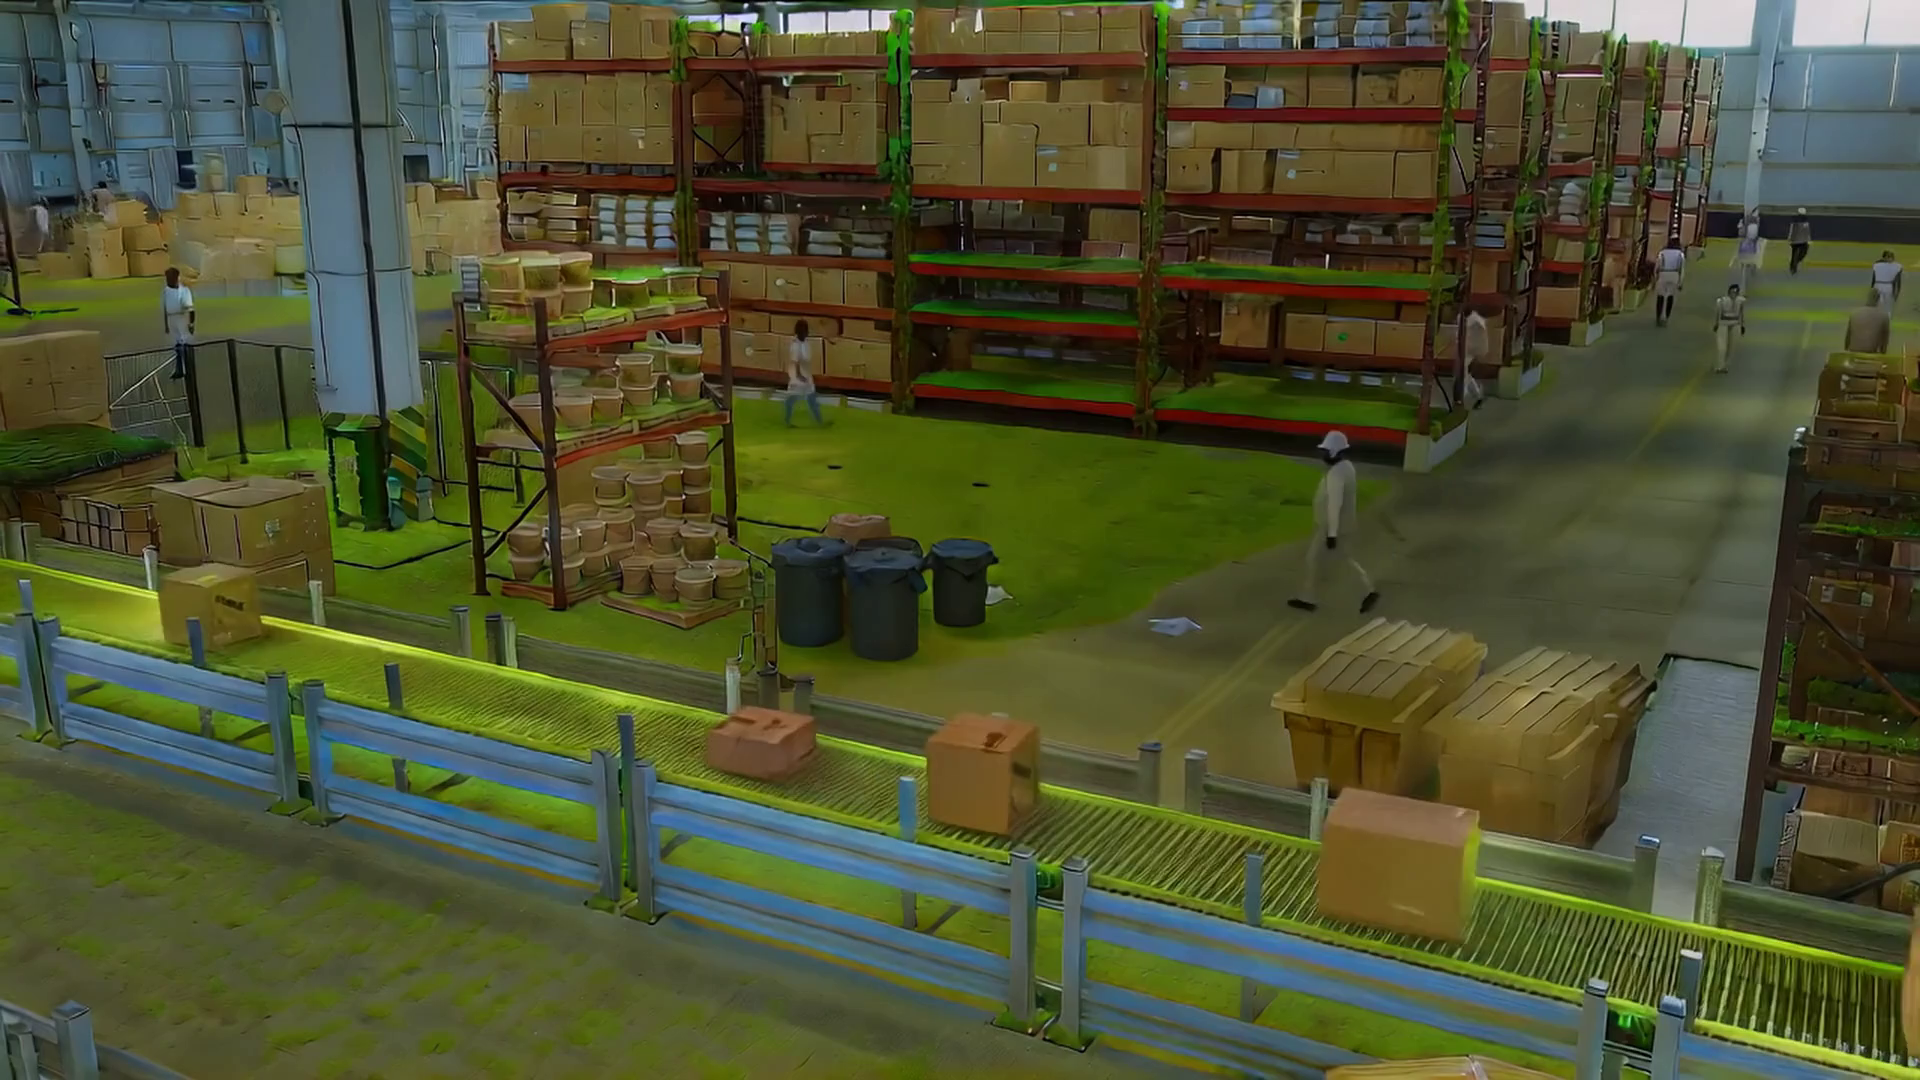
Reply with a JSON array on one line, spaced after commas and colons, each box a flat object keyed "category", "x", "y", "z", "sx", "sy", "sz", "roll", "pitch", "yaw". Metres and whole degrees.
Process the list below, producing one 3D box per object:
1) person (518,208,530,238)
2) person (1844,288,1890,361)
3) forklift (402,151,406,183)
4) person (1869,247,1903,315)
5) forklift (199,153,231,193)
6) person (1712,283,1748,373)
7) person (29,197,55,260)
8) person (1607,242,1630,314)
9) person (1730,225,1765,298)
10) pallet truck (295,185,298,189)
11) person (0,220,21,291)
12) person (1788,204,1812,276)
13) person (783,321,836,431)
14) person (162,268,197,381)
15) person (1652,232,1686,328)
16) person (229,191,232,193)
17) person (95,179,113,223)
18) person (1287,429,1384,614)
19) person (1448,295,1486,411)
[{"category": "person", "x": -11.962, "y": -8.062, "z": 45.248, "sx": 0.557, "sy": 1.917, "sz": 0.609, "roll": 6, "pitch": 16, "yaw": 20}, {"category": "person", "x": 14.461, "y": -3.072, "z": 26.546, "sx": 0.490, "sy": 1.892, "sz": 0.651, "roll": -11, "pitch": 18, "yaw": -35}, {"category": "forklift", "x": -21.717, "y": -13.660, "z": 64.452, "sx": 1.873, "sy": 2.768, "sz": 1.129, "roll": 1, "pitch": 15, "yaw": 2}, {"category": "person", "x": 19.050, "y": -5.102, "z": 34.300, "sx": 0.579, "sy": 1.831, "sz": 0.526, "roll": 7, "pitch": 17, "yaw": 26}, {"category": "forklift", "x": -27.440, "y": -12.865, "z": 61.464, "sx": 1.873, "sy": 2.768, "sz": 1.129, "roll": 8, "pitch": 17, "yaw": 28}, {"category": "person", "x": 13.770, "y": -3.775, "z": 29.725, "sx": 0.545, "sy": 1.595, "sz": 0.822, "roll": 5, "pitch": 16, "yaw": 18}, {"category": "person", "x": -27.692, "y": -9.372, "z": 50.186, "sx": 0.827, "sy": 1.920, "sz": 0.637, "roll": -10, "pitch": 18, "yaw": -33}, {"category": "person", "x": 15.041, "y": -5.971, "z": 37.931, "sx": 0.498, "sy": 1.634, "sz": 0.279, "roll": -9, "pitch": 17, "yaw": -30}, {"category": "person", "x": 19.278, "y": -6.823, "z": 40.819, "sx": 0.914, "sy": 1.794, "sz": 0.639, "roll": -9, "pitch": 17, "yaw": -30}, {"category": "pallet truck", "x": -26.804, "y": -14.617, "z": 69.738, "sx": 1.885, "sy": 1.965, "sz": 0.823, "roll": -14, "pitch": 20, "yaw": -42}, {"category": "person", "x": -24.335, "y": -7.252, "z": 42.382, "sx": 0.637, "sy": 1.820, "sz": 0.515, "roll": -14, "pitch": 20, "yaw": -42}, {"category": "person", "x": 23.164, "y": -8.274, "z": 45.922, "sx": 0.467, "sy": 1.981, "sz": 0.641, "roll": -10, "pitch": 18, "yaw": -33}, {"category": "person", "x": -2.281, "y": -2.405, "z": 24.489, "sx": 0.888, "sy": 1.640, "sz": 0.542, "roll": 7, "pitch": 16, "yaw": 25}, {"category": "person", "x": -13.619, "y": -3.761, "z": 28.988, "sx": 0.614, "sy": 1.963, "sz": 0.361, "roll": 5, "pitch": 16, "yaw": 17}, {"category": "person", "x": 15.268, "y": -5.608, "z": 35.856, "sx": 0.637, "sy": 2.008, "sz": 0.866, "roll": 6, "pitch": 16, "yaw": 20}, {"category": "person", "x": -27.700, "y": -12.651, "z": 63.048, "sx": 0.408, "sy": 1.620, "sz": 0.539, "roll": 4, "pitch": 15, "yaw": 14}, {"category": "person", "x": -31.632, "y": -12.387, "z": 61.500, "sx": 0.568, "sy": 1.916, "sz": 0.590, "roll": -9, "pitch": 17, "yaw": -30}, {"category": "person", "x": 3.613, "y": -0.163, "z": 15.788, "sx": 0.852, "sy": 1.801, "sz": 0.602, "roll": 8, "pitch": 17, "yaw": 27}, {"category": "person", "x": 7.897, "y": -2.891, "z": 25.847, "sx": 0.926, "sy": 1.912, "sz": 0.640, "roll": -7, "pitch": 16, "yaw": -24}]
